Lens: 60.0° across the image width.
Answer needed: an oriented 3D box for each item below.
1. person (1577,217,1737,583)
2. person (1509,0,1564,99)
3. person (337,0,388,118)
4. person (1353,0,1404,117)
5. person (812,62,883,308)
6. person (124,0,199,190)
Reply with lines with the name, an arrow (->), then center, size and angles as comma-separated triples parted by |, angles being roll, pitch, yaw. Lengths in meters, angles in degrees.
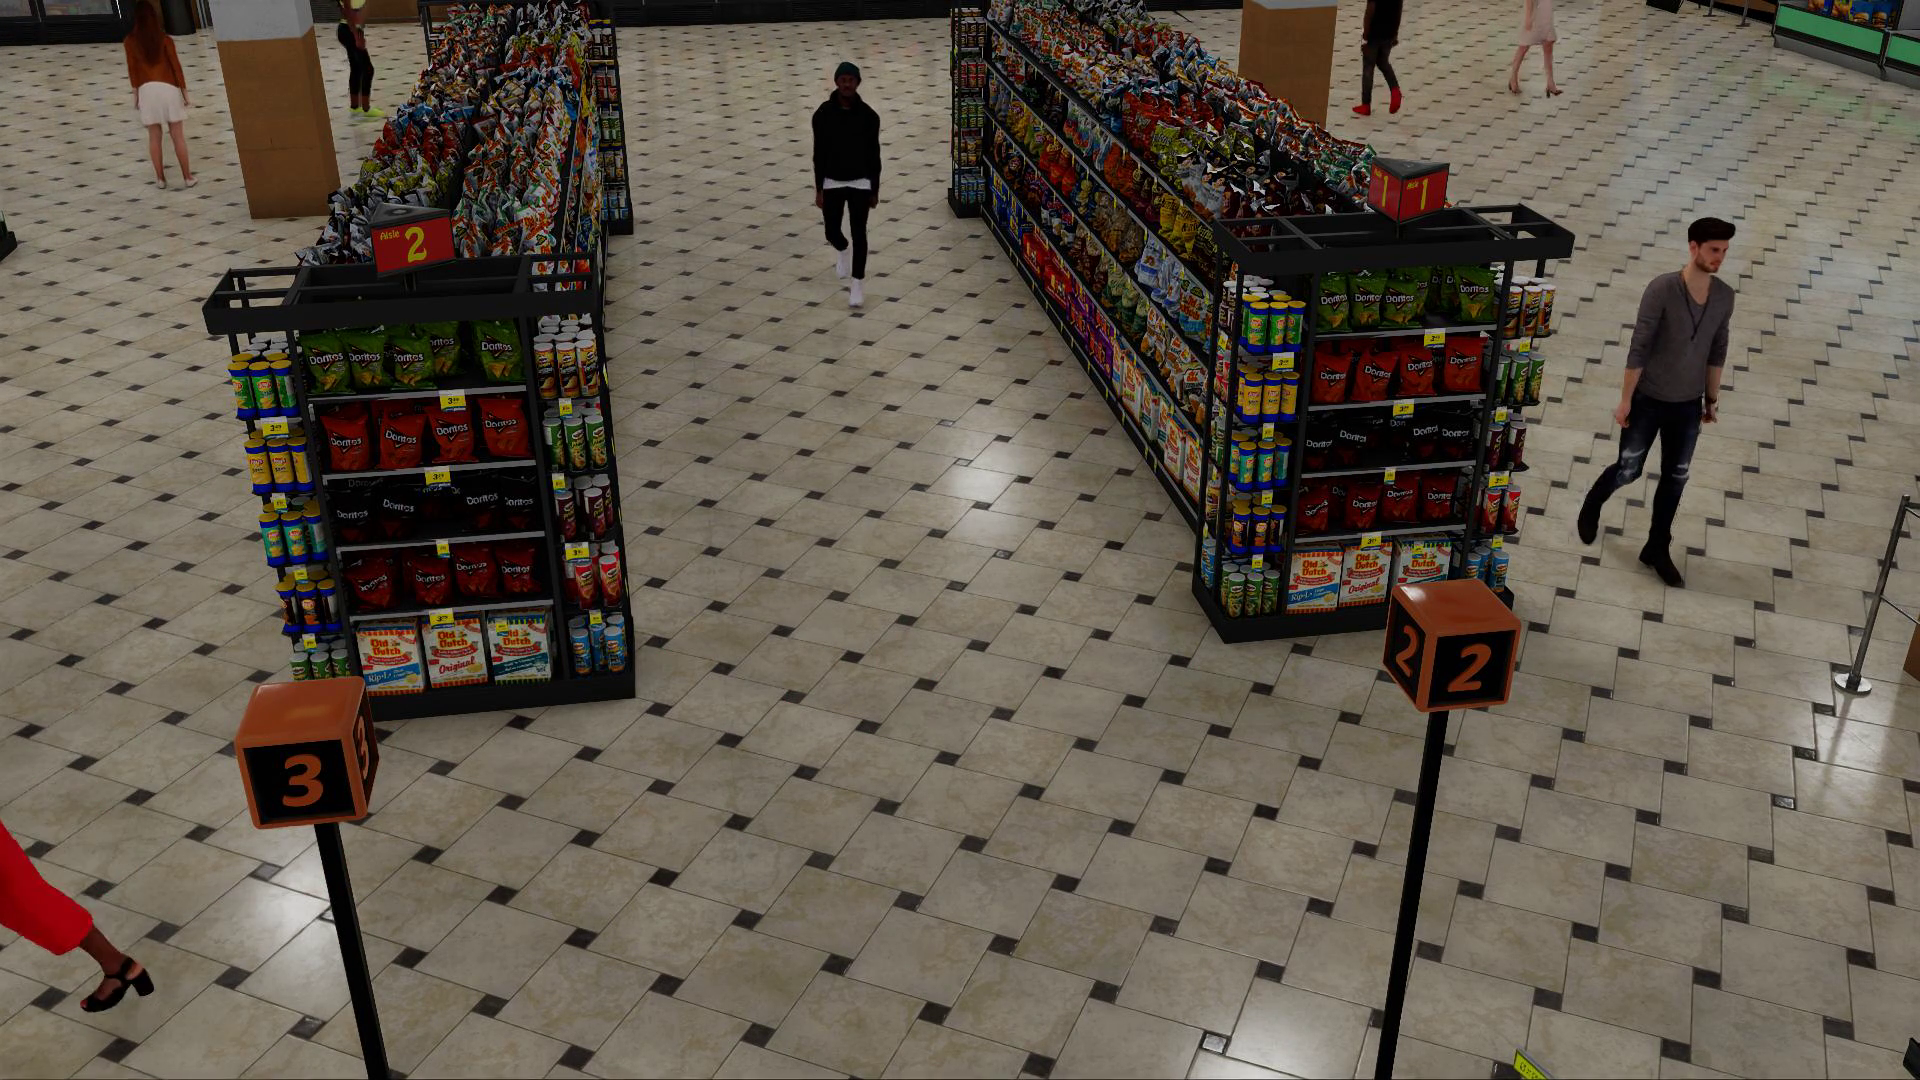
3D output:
person -> 3.633, -0.761, 8.647 | 0.751, 1.897, 0.935 | -3, 27, -6
person -> 6.570, -5.976, 19.147 | 0.720, 1.702, 1.111 | -10, 28, -18
person -> -6.634, -5.434, 18.051 | 0.677, 1.726, 0.630 | -7, 28, -13
person -> 4.631, -5.496, 18.100 | 0.788, 1.793, 1.001 | -11, 29, -21
person -> -0.853, -2.713, 12.598 | 0.791, 1.805, 1.024 | 1, 27, 1
person -> -7.465, -4.143, 15.516 | 0.648, 1.716, 0.590 | -8, 28, -15
